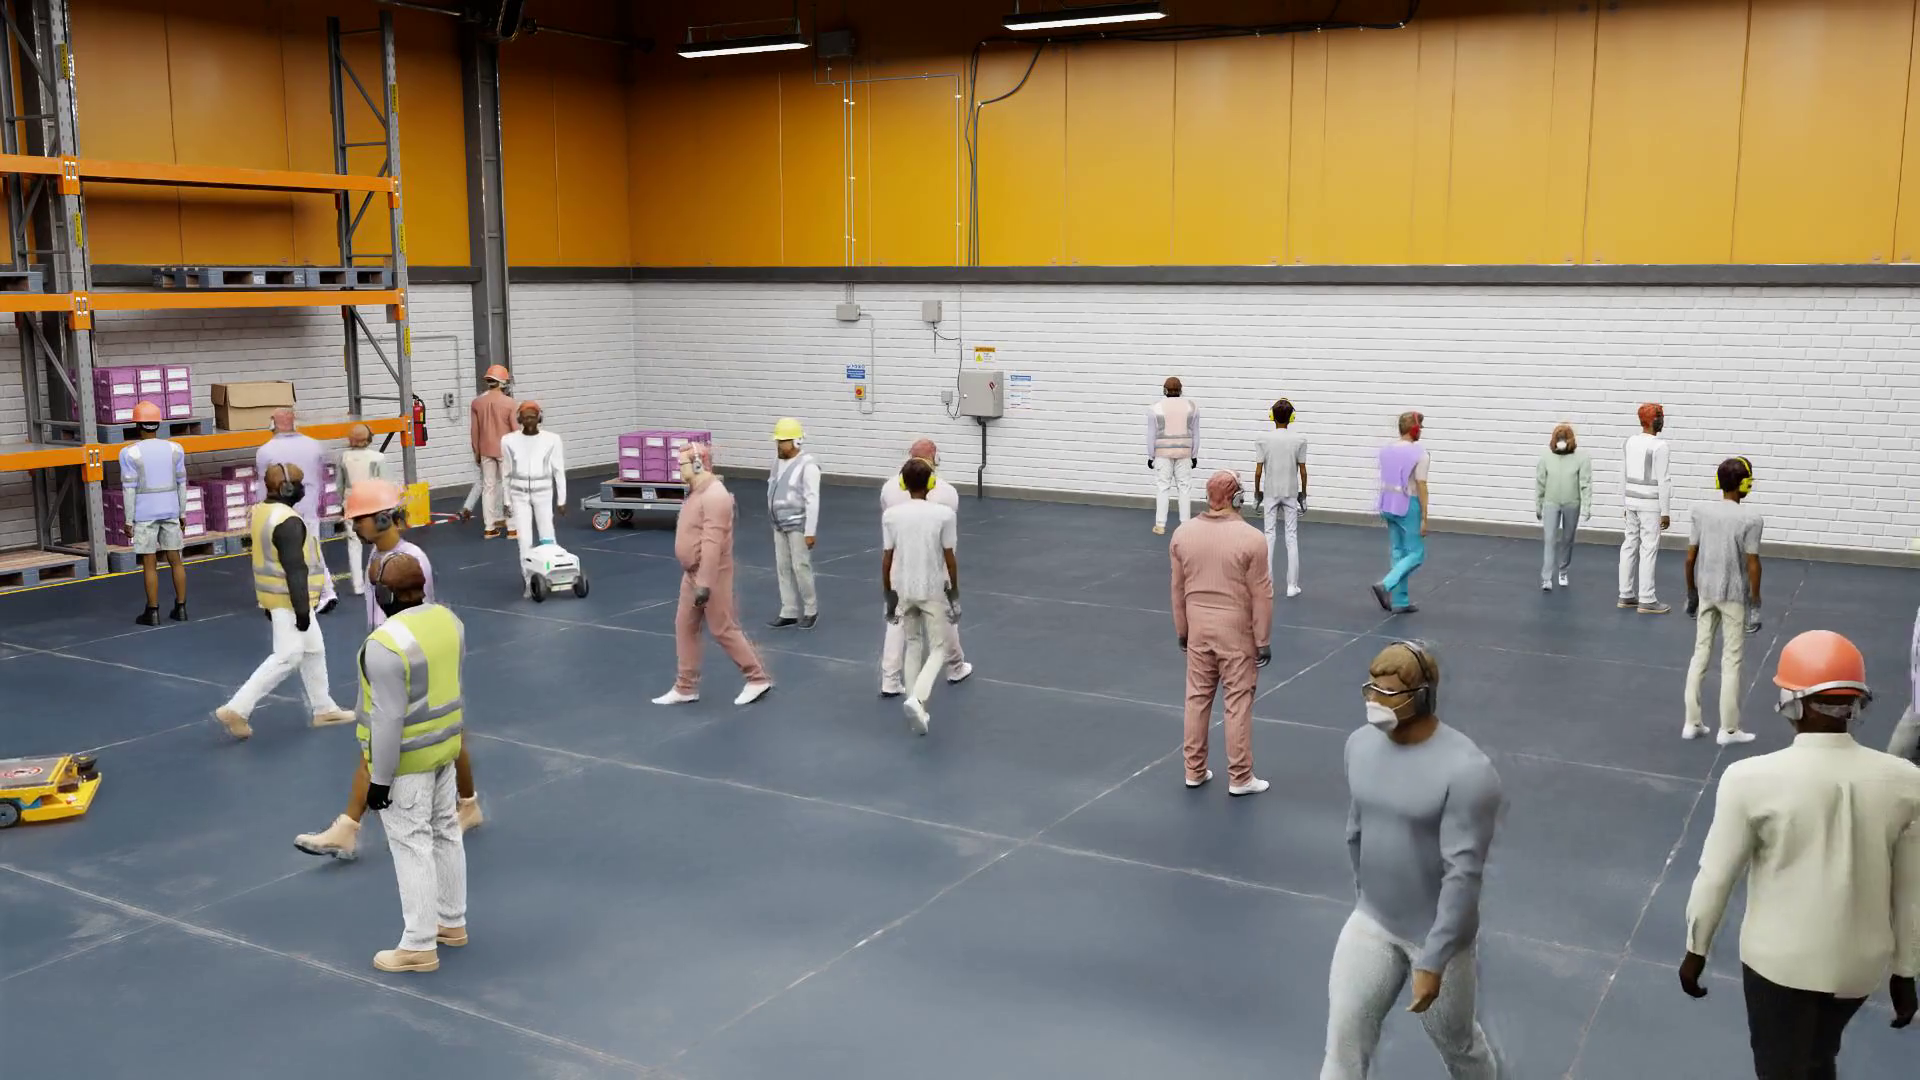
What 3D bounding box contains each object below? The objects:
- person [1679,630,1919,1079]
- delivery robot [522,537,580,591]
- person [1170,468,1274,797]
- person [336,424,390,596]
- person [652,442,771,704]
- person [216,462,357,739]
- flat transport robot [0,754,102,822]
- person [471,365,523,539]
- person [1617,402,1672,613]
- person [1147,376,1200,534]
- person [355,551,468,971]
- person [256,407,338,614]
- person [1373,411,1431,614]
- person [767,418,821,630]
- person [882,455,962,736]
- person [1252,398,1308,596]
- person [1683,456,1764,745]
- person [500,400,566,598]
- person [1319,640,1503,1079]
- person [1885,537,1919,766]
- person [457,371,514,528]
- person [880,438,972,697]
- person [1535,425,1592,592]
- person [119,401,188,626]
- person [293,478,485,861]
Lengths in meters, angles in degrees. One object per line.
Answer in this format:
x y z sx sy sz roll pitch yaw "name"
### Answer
2.538 1.237 5.096 0.643 1.965 0.752 0 9 -1 "person"
-3.848 0.216 15.604 0.477 0.478 0.707 -6 11 -34 "delivery robot"
1.542 0.534 9.696 0.641 1.912 0.410 7 11 37 "person"
-5.646 -0.306 15.859 0.545 1.598 0.807 0 9 0 "person"
-1.734 0.244 11.695 0.790 1.872 0.653 -4 10 -26 "person"
-4.441 0.393 10.866 0.875 1.814 0.627 -6 11 -34 "person"
-5.623 1.422 9.253 1.431 0.197 0.652 -3 10 -20 "flat transport robot"
-5.274 -1.005 19.046 0.621 1.990 0.396 2 9 12 "person"
6.155 -0.290 14.918 0.356 1.885 0.574 -3 10 -18 "person"
2.474 -0.982 19.374 0.627 1.843 0.429 -1 9 -4 "person"
-2.404 0.957 7.275 0.428 1.840 0.631 2 9 13 "person"
-5.938 -0.256 14.850 0.637 1.853 0.902 -9 13 -43 "person"
3.868 -0.224 14.693 0.579 1.821 0.586 -5 10 -29 "person"
-1.411 -0.135 14.156 0.488 1.819 0.607 -8 12 -40 "person"
-0.268 0.377 10.872 0.530 1.849 0.634 3 10 17 "person"
3.016 -0.400 15.651 0.510 1.872 0.329 2 9 9 "person"
4.933 0.389 10.742 0.317 1.866 0.532 -6 11 -33 "person"
-4.018 -0.404 15.713 0.580 1.868 0.551 -1 9 -7 "person"
1.425 1.250 5.330 1.009 1.889 0.632 -6 11 -35 "person"
4.888 0.793 8.184 0.991 1.886 0.588 1 9 9 "person"
-5.608 -1.073 19.779 0.653 1.901 0.696 9 13 44 "person"
-0.282 0.186 12.063 0.628 1.851 0.954 4 10 21 "person"
5.773 -0.309 15.948 0.516 1.587 0.849 3 10 21 "person"
-6.959 -0.228 14.366 0.359 1.938 0.545 8 12 39 "person"
-2.963 0.669 8.633 0.602 1.970 1.059 9 13 43 "person"
